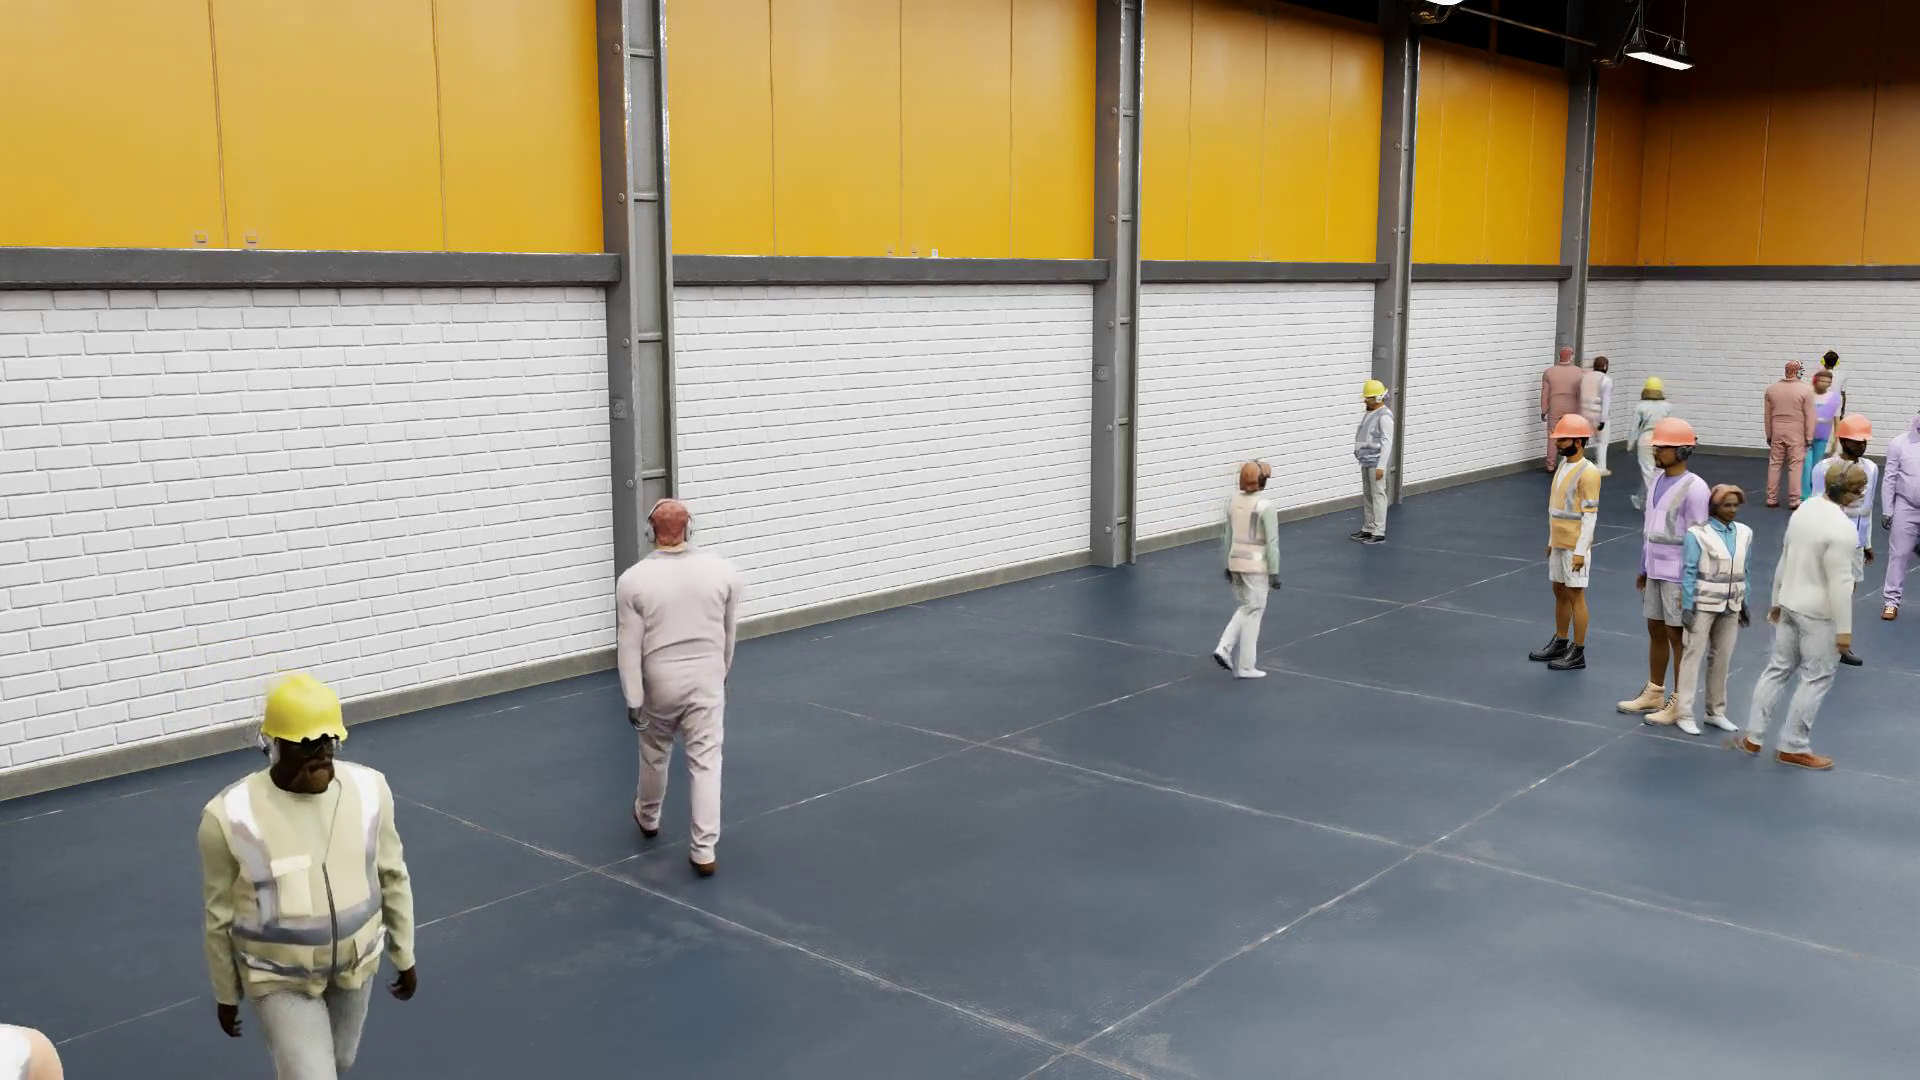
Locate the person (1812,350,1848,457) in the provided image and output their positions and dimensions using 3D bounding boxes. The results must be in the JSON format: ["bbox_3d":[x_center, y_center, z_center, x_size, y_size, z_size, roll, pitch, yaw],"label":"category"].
[{"bbox_3d":[12.808,-1.863,24.587,0.521,1.874,0.327,1,9,8],"label":"person"}]

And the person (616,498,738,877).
[{"bbox_3d":[-1.452,0.709,8.480,0.642,1.856,0.993,-4,10,-21],"label":"person"}]

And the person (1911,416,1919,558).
[{"bbox_3d":[10.050,-0.716,17.267,0.570,1.905,0.875,0,9,2],"label":"person"}]

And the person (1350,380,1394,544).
[{"bbox_3d":[4.584,-0.862,18.480,0.404,1.834,0.595,-1,9,-7],"label":"person"}]

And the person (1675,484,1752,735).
[{"bbox_3d":[4.904,0.446,10.817,0.522,1.638,0.309,-3,9,-16],"label":"person"}]

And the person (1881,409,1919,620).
[{"bbox_3d":[8.266,-0.242,14.282,0.643,1.913,0.411,4,10,22],"label":"person"}]

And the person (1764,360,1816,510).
[{"bbox_3d":[10.572,-1.337,21.177,0.410,1.909,0.643,-6,11,-35],"label":"person"}]

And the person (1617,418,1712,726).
[{"bbox_3d":[4.681,0.210,11.028,0.386,2.045,0.605,-1,9,-7],"label":"person"}]

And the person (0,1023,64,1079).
[{"bbox_3d":[-1.870,1.557,3.047,0.786,1.897,0.600,8,12,39],"label":"person"}]

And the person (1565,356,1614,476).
[{"bbox_3d":[9.293,-1.815,24.524,0.866,1.803,0.627,-5,11,-31],"label":"person"}]

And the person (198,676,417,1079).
[{"bbox_3d":[-2.024,1.274,5.165,0.593,1.795,0.912,-8,12,-42],"label":"person"}]

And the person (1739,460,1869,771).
[{"bbox_3d":[5.092,0.444,10.049,0.467,1.894,0.781,0,9,-2],"label":"person"}]

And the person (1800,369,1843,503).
[{"bbox_3d":[10.985,-1.318,21.436,0.611,1.798,0.855,3,9,16],"label":"person"}]

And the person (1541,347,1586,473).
[{"bbox_3d":[9.055,-1.937,24.951,0.646,1.904,0.401,4,10,26],"label":"person"}]

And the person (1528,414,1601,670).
[{"bbox_3d":[4.597,0.014,12.591,0.356,1.939,0.543,-1,9,-6],"label":"person"}]

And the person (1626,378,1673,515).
[{"bbox_3d":[8.563,-1.172,20.758,0.508,1.693,0.873,-1,9,-6],"label":"person"}]

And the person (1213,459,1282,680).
[{"bbox_3d":[2.148,0.223,12.232,0.358,1.630,0.513,-5,10,-27],"label":"person"}]

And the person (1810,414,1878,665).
[{"bbox_3d":[6.719,0.008,12.633,0.551,1.934,0.373,-2,9,-13],"label":"person"}]
